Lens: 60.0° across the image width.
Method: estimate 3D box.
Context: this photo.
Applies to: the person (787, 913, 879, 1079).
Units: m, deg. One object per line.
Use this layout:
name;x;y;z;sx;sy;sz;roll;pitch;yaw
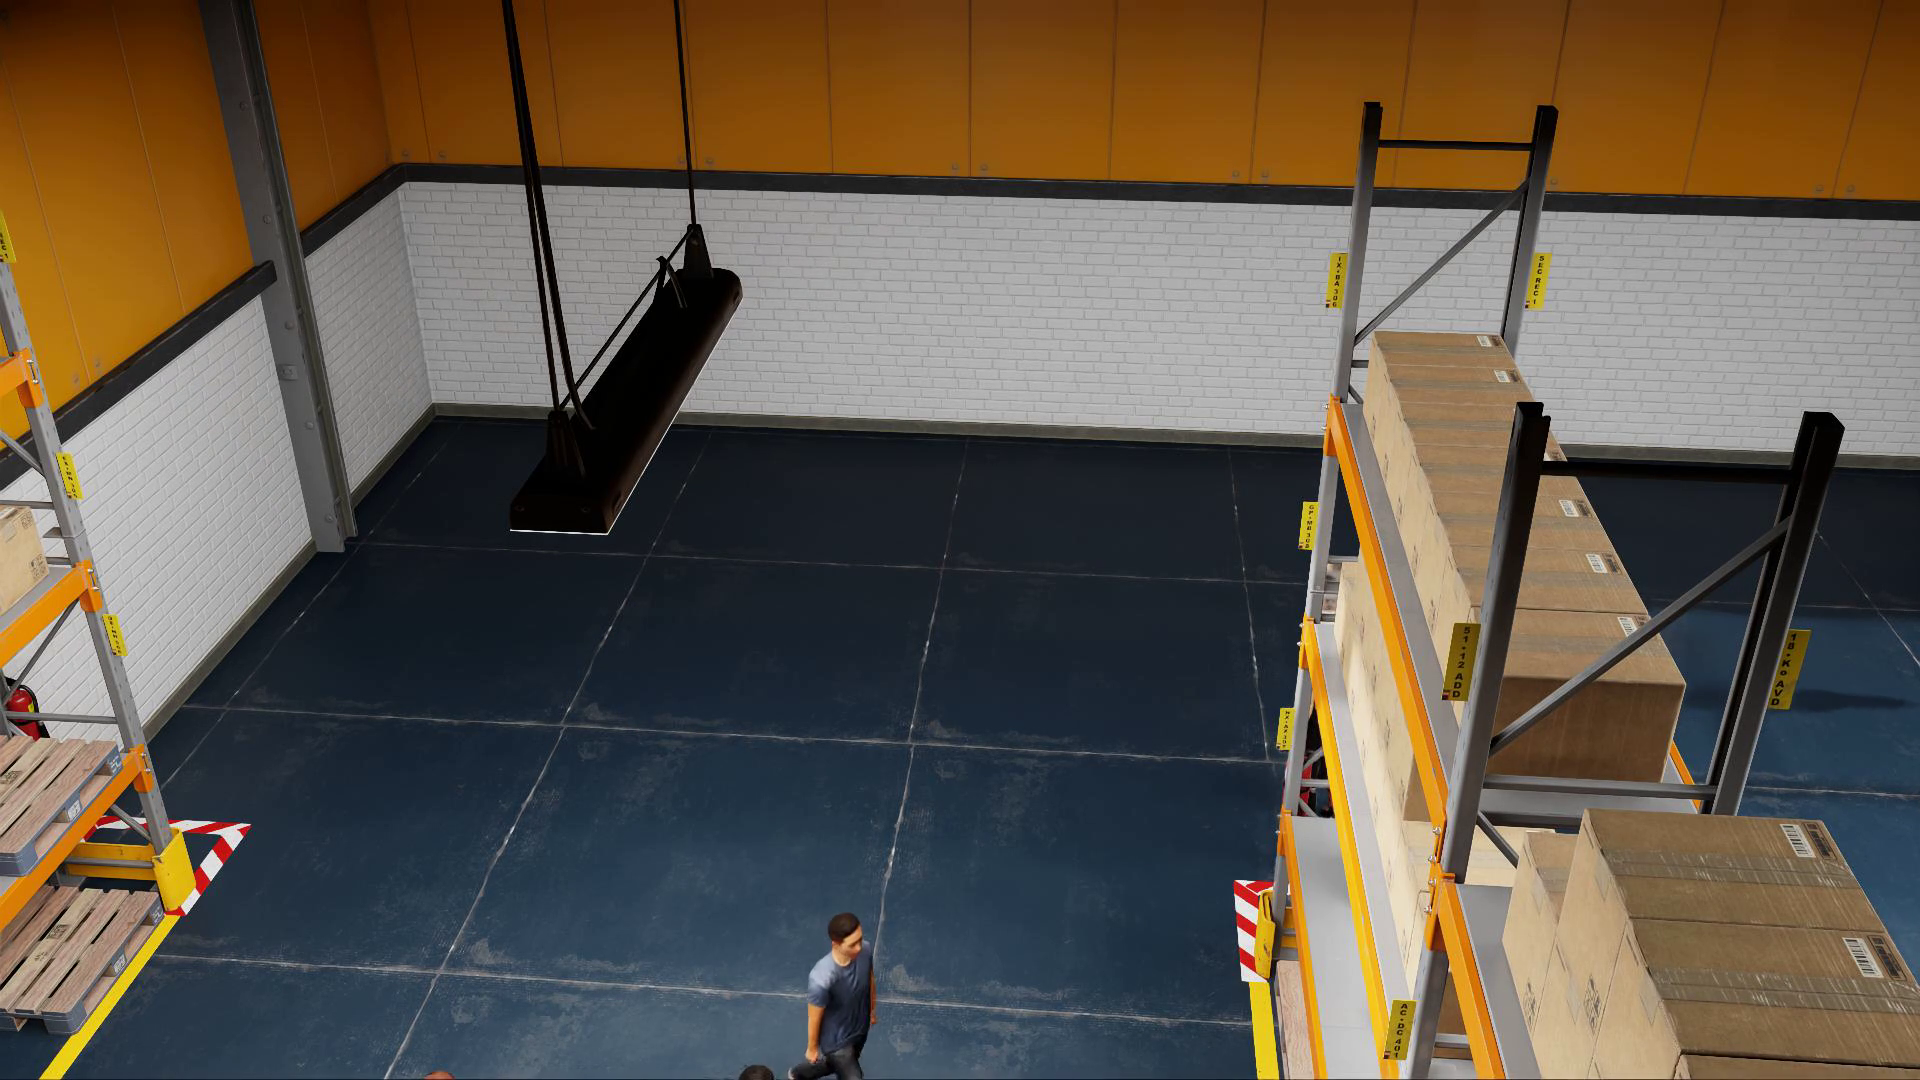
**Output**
person;-0.773;2.904;9.973;1.083;1.773;1.149;21;35;34
